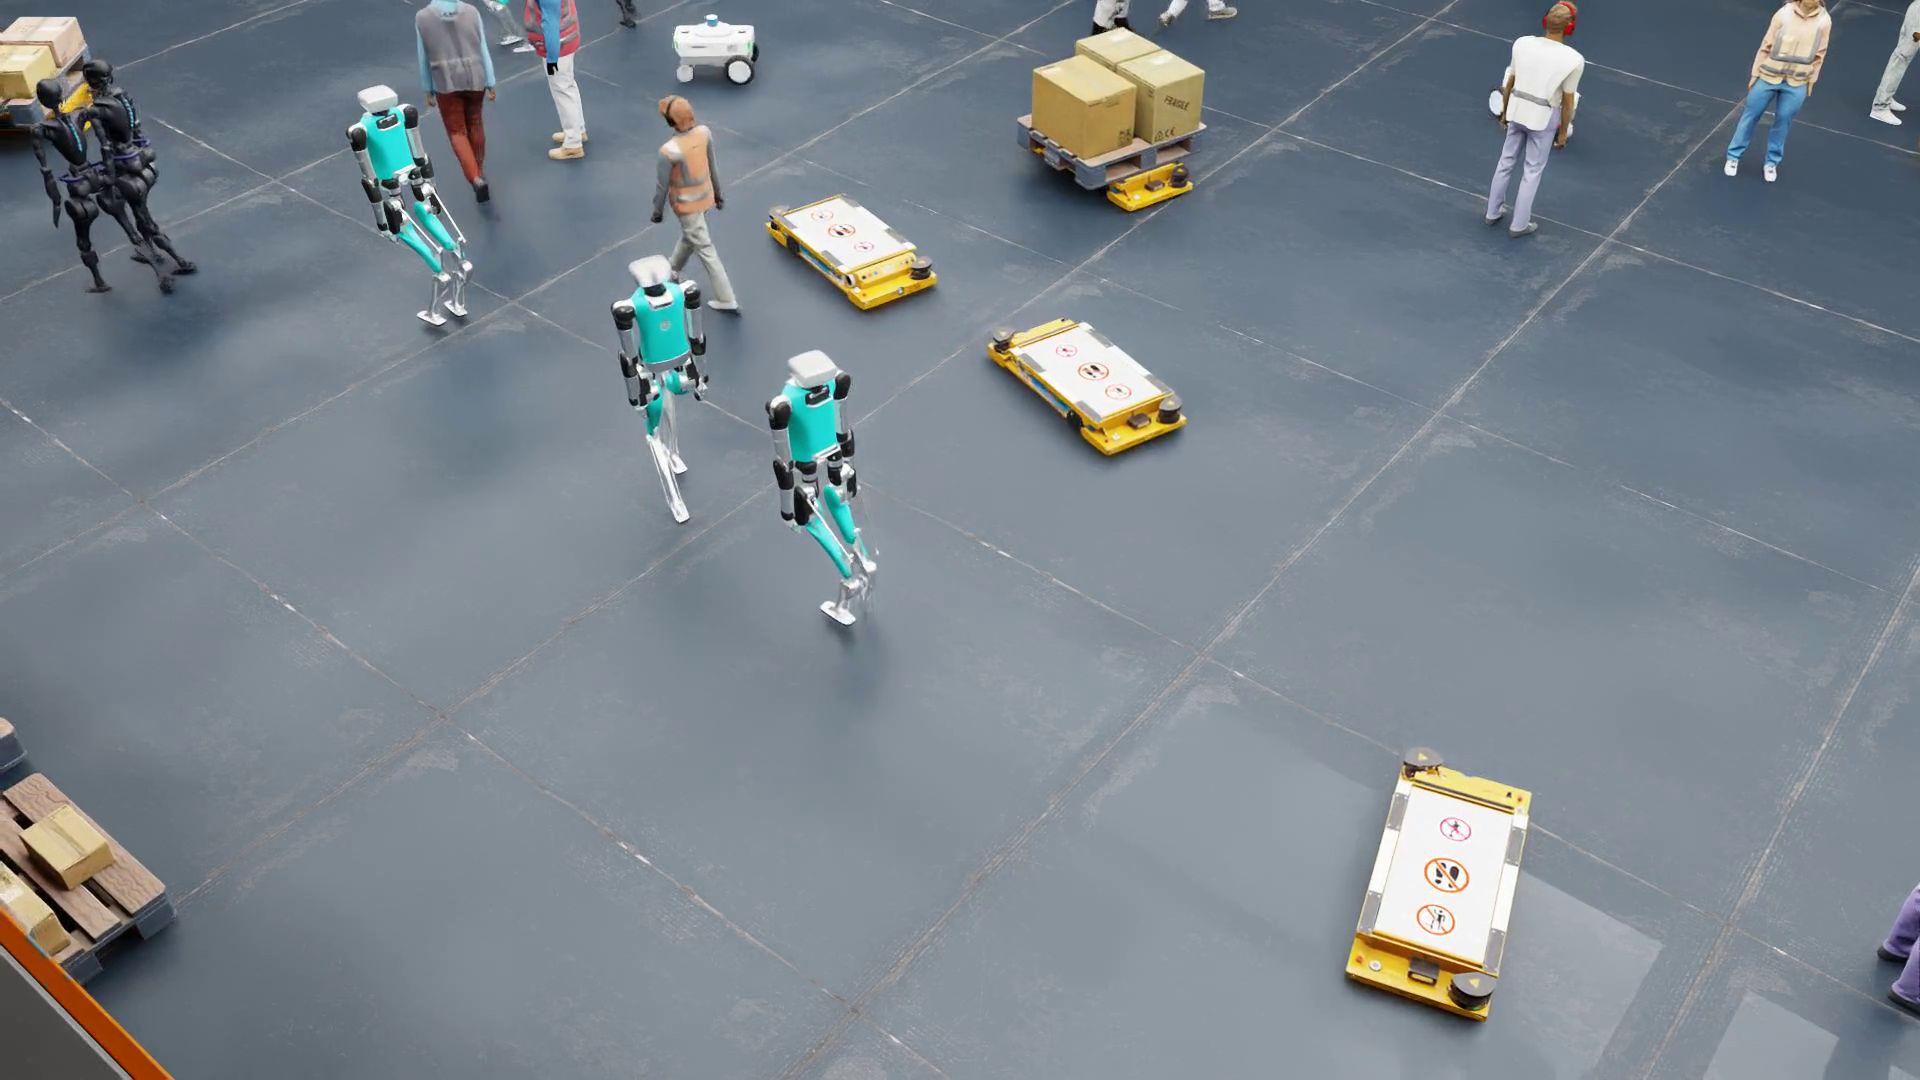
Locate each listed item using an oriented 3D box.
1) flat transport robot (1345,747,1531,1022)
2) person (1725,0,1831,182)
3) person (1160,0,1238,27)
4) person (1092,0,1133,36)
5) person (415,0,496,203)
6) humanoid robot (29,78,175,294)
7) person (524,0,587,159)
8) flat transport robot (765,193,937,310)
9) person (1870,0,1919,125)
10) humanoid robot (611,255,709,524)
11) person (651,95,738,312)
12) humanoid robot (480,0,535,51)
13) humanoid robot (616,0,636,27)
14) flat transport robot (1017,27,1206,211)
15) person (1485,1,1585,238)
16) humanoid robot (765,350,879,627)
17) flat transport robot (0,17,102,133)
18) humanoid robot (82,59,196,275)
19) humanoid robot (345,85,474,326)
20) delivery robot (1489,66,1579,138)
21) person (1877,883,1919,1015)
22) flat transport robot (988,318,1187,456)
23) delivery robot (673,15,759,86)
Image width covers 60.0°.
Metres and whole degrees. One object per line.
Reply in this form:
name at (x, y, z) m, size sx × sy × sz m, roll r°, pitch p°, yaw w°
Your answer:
flat transport robot at (2.369, 1.645, 8.143) m, size 0.659 × 0.231 × 1.431 m, roll 15°, pitch 43°, yaw 17°
person at (6.595, -3.710, 13.323) m, size 0.490 × 1.721 × 0.378 m, roll 12°, pitch 42°, yaw 14°
person at (2.290, -5.707, 15.585) m, size 0.897 × 1.840 × 0.614 m, roll -16°, pitch 43°, yaw -18°
person at (1.329, -4.876, 14.741) m, size 0.744 × 1.658 × 0.546 m, roll 3°, pitch 40°, yaw 3°
person at (-3.930, -3.569, 13.059) m, size 0.559 × 1.850 × 0.804 m, roll -17°, pitch 43°, yaw -19°
humanoid robot at (-6.230, -2.499, 11.967) m, size 0.561 × 1.627 × 0.619 m, roll 24°, pitch 46°, yaw 26°
person at (-3.324, -4.057, 13.649) m, size 0.430 × 1.830 × 0.633 m, roll -5°, pitch 41°, yaw -6°
flat transport robot at (-0.849, -2.235, 12.707) m, size 0.659 × 0.231 × 1.431 m, roll -25°, pitch 46°, yaw -26°
person at (8.193, -4.423, 14.143) m, size 0.295 × 1.743 × 0.492 m, roll 21°, pitch 45°, yaw 23°
humanoid robot at (-1.841, -1.015, 10.140) m, size 0.543 × 1.759 × 0.951 m, roll -20°, pitch 44°, yaw -22°
person at (-1.965, -2.420, 11.899) m, size 0.877 × 1.582 × 0.519 m, roll 20°, pitch 44°, yaw 22°
humanoid robot at (-4.197, -5.352, 15.224) m, size 0.810 × 1.741 × 0.545 m, roll -20°, pitch 44°, yaw -22°
humanoid robot at (-3.325, -5.731, 15.743) m, size 0.614 × 1.645 × 0.546 m, roll -31°, pitch 49°, yaw -31°
flat transport robot at (1.225, -3.170, 13.807) m, size 0.659 × 0.231 × 1.431 m, roll -24°, pitch 46°, yaw -26°
person at (4.339, -3.162, 12.592) m, size 0.406 × 1.834 × 0.561 m, roll -33°, pitch 50°, yaw -32°
humanoid robot at (-0.647, -0.120, 9.177) m, size 0.546 × 1.905 × 0.722 m, roll -33°, pitch 50°, yaw -32°
flat transport robot at (-8.241, -3.770, 14.513) m, size 1.431 × 0.231 × 0.659 m, roll 0°, pitch 40°, yaw 0°
humanoid robot at (-6.096, -2.709, 12.201) m, size 0.589 × 1.652 × 0.613 m, roll 1°, pitch 40°, yaw 2°
humanoid robot at (-3.718, -2.257, 11.533) m, size 0.748 × 1.697 × 0.530 m, roll 27°, pitch 47°, yaw 28°
delivery robot at (4.985, -3.824, 14.367) m, size 0.499 × 0.609 × 0.805 m, roll -12°, pitch 42°, yaw -14°
person at (4.464, 1.364, 7.259) m, size 0.393 × 1.841 × 0.562 m, roll 12°, pitch 42°, yaw 14°
flat transport robot at (0.852, -1.099, 11.371) m, size 0.659 × 0.231 × 1.431 m, roll -22°, pitch 45°, yaw -24°
delivery robot at (-2.207, -4.465, 15.116) m, size 0.803 × 0.603 × 0.499 m, roll 0°, pitch 40°, yaw 0°
